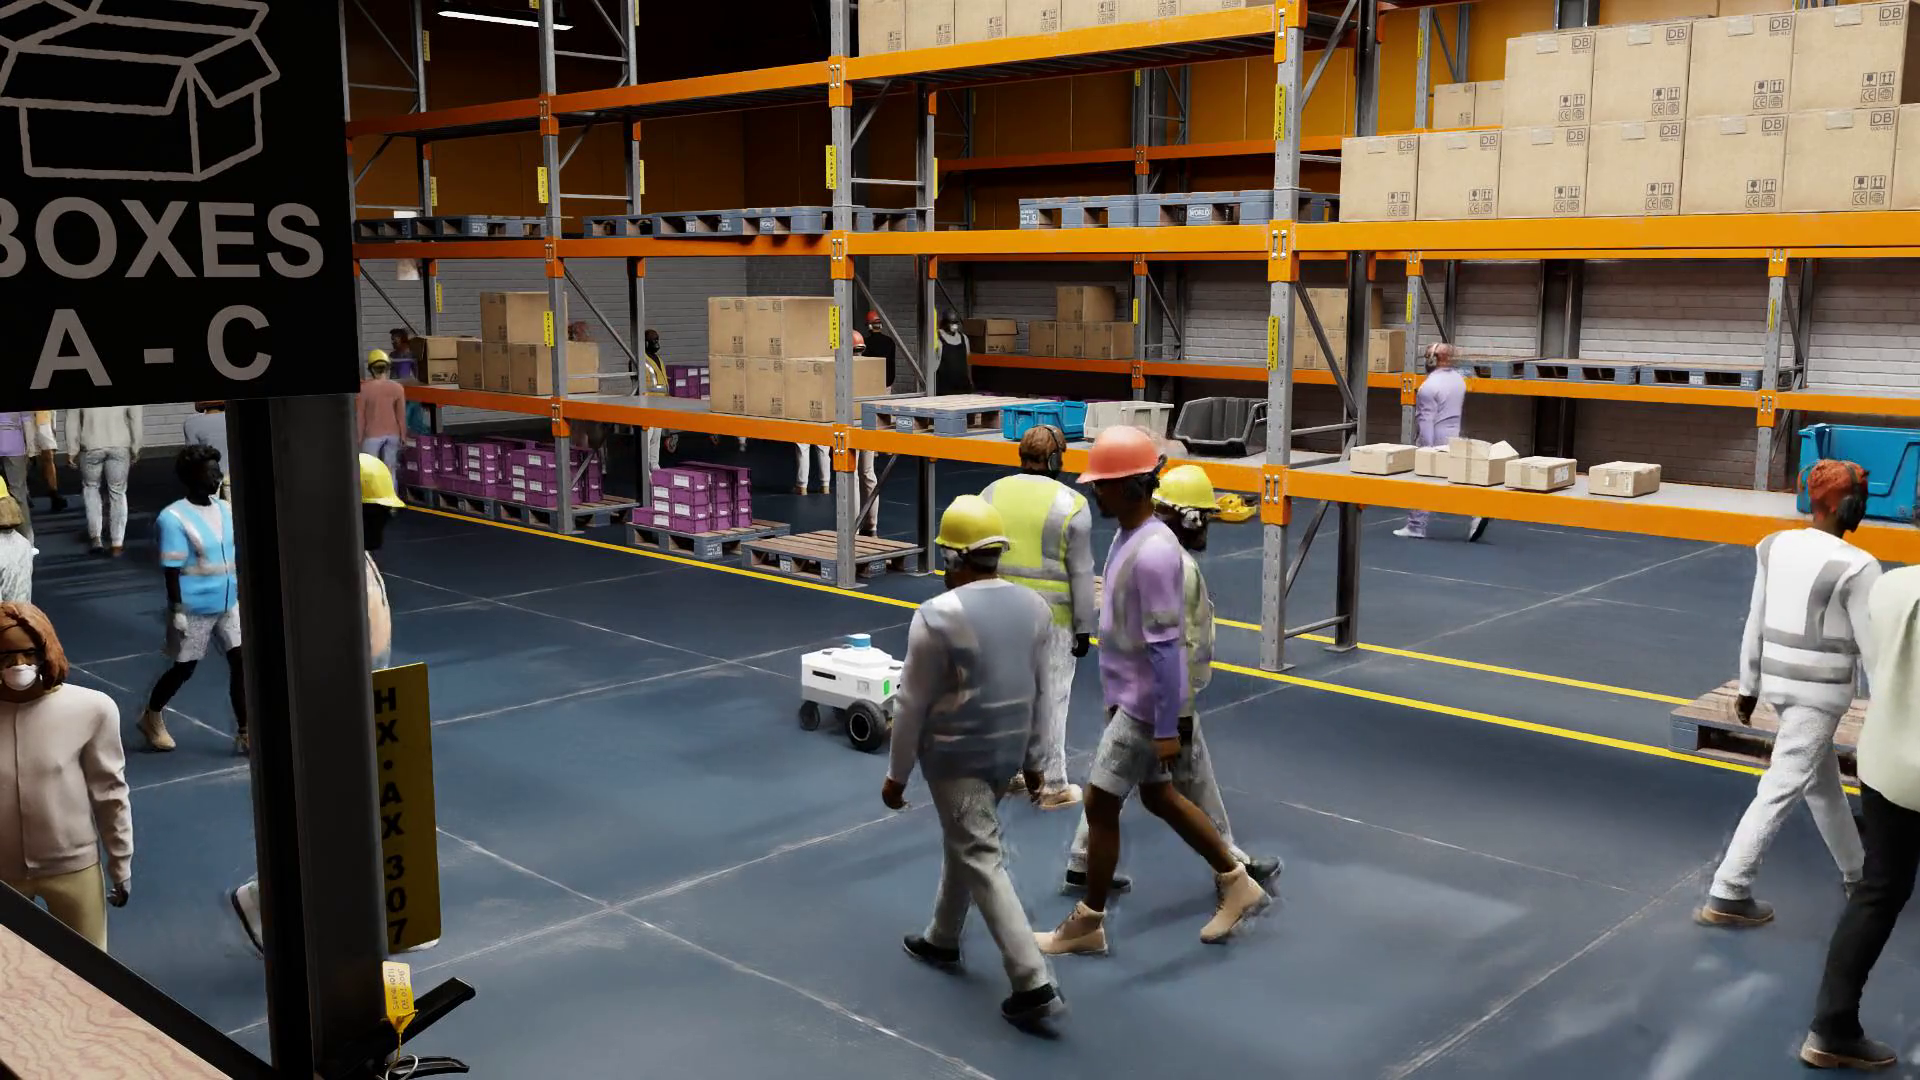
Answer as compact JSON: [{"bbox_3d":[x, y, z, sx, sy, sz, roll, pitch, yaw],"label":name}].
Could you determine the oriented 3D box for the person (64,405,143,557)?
[{"bbox_3d":[-7.643,-0.812,14.877,0.635,1.916,0.589,-5,10,-28],"label":"person"}]

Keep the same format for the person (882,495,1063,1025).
[{"bbox_3d":[0.066,0.742,5.751,0.605,1.792,0.912,-8,12,-42],"label":"person"}]

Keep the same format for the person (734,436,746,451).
[{"bbox_3d":[-3.175,-2.216,23.726,0.580,1.835,0.968,-4,10,-23],"label":"person"}]

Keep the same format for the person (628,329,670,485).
[{"bbox_3d":[-3.681,-1.586,19.848,0.429,1.844,0.627,3,10,15],"label":"person"}]

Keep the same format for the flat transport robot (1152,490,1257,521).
[{"bbox_3d":[2.298,-0.375,17.222,1.431,0.197,0.652,4,10,21],"label":"flat transport robot"}]

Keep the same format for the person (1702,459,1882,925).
[{"bbox_3d":[3.372,0.599,6.480,1.005,1.827,0.602,-2,9,-11],"label":"person"}]

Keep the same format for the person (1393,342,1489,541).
[{"bbox_3d":[4.550,-0.918,15.630,0.634,1.884,0.842,-7,12,-37],"label":"person"}]

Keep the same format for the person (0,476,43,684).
[{"bbox_3d":[-4.092,0.545,7.086,0.325,1.740,0.492,-2,9,-9],"label":"person"}]

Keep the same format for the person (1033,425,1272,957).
[{"bbox_3d":[0.744,0.569,6.179,0.951,2.007,0.611,0,9,-1],"label":"person"}]

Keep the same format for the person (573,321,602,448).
[{"bbox_3d":[-4.906,-1.878,21.471,0.414,1.892,0.675,9,13,44],"label":"person"}]

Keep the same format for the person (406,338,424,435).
[{"bbox_3d":[-7.563,-1.955,22.793,0.531,1.616,0.527,5,10,26],"label":"person"}]

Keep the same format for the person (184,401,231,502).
[{"bbox_3d":[-6.161,-0.497,13.808,0.498,1.633,0.286,-9,13,-42],"label":"person"}]

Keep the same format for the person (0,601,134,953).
[{"bbox_3d":[-2.665,0.974,4.816,0.501,1.628,0.277,-4,10,-22],"label":"person"}]

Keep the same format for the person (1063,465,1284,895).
[{"bbox_3d":[0.847,0.587,6.726,0.916,1.776,0.598,-2,9,-11],"label":"person"}]

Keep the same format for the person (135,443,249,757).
[{"bbox_3d":[-3.981,0.318,8.677,0.793,1.670,0.532,4,10,21],"label":"person"}]

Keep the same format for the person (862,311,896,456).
[{"bbox_3d":[-1.150,-2.136,22.778,0.610,1.986,0.392,-9,13,-42],"label":"person"}]

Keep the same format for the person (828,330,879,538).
[{"bbox_3d":[-0.992,-0.960,15.531,0.380,1.996,0.608,8,12,39],"label":"person"}]

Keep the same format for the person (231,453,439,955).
[{"bbox_3d":[-2.300,0.632,6.079,0.607,1.905,0.593,-2,9,-9],"label":"person"}]

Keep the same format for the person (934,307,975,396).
[{"bbox_3d":[-0.129,-2.290,23.553,0.702,2.000,0.600,-7,12,-37],"label":"person"}]

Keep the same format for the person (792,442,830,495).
[{"bbox_3d":[-1.709,-1.428,18.877,0.633,1.841,0.429,-5,10,-26],"label":"person"}]

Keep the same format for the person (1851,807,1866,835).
[{"bbox_3d":[4.359,0.478,7.084,1.023,1.878,0.553,4,10,22],"label":"person"}]

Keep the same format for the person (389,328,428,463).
[{"bbox_3d":[-7.279,-1.894,21.902,0.571,1.795,0.985,8,12,39],"label":"person"}]

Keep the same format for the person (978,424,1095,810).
[{"bbox_3d":[0.372,0.364,7.935,0.619,1.836,0.431,6,11,33],"label":"person"}]

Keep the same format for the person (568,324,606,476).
[{"bbox_3d":[-4.774,-1.715,20.522,0.832,1.873,0.685,2,9,10],"label":"person"}]

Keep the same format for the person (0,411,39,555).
[{"bbox_3d":[-8.485,-0.780,14.677,0.585,1.917,0.382,-5,10,-26],"label":"person"}]

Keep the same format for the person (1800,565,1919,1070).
[{"bbox_3d":[3.031,0.739,5.212,0.672,1.960,0.639,-2,10,-13],"label":"person"}]

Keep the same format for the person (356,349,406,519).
[{"bbox_3d":[-5.847,-1.056,16.867,0.482,1.750,0.542,9,13,43],"label":"person"}]

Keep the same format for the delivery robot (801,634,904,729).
[{"bbox_3d":[-0.540,0.759,9.105,0.707,0.478,0.477,9,13,41],"label":"delivery robot"}]

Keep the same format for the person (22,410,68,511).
[{"bbox_3d":[-9.824,-1.240,17.606,1.005,1.877,0.567,9,13,44],"label":"person"}]
